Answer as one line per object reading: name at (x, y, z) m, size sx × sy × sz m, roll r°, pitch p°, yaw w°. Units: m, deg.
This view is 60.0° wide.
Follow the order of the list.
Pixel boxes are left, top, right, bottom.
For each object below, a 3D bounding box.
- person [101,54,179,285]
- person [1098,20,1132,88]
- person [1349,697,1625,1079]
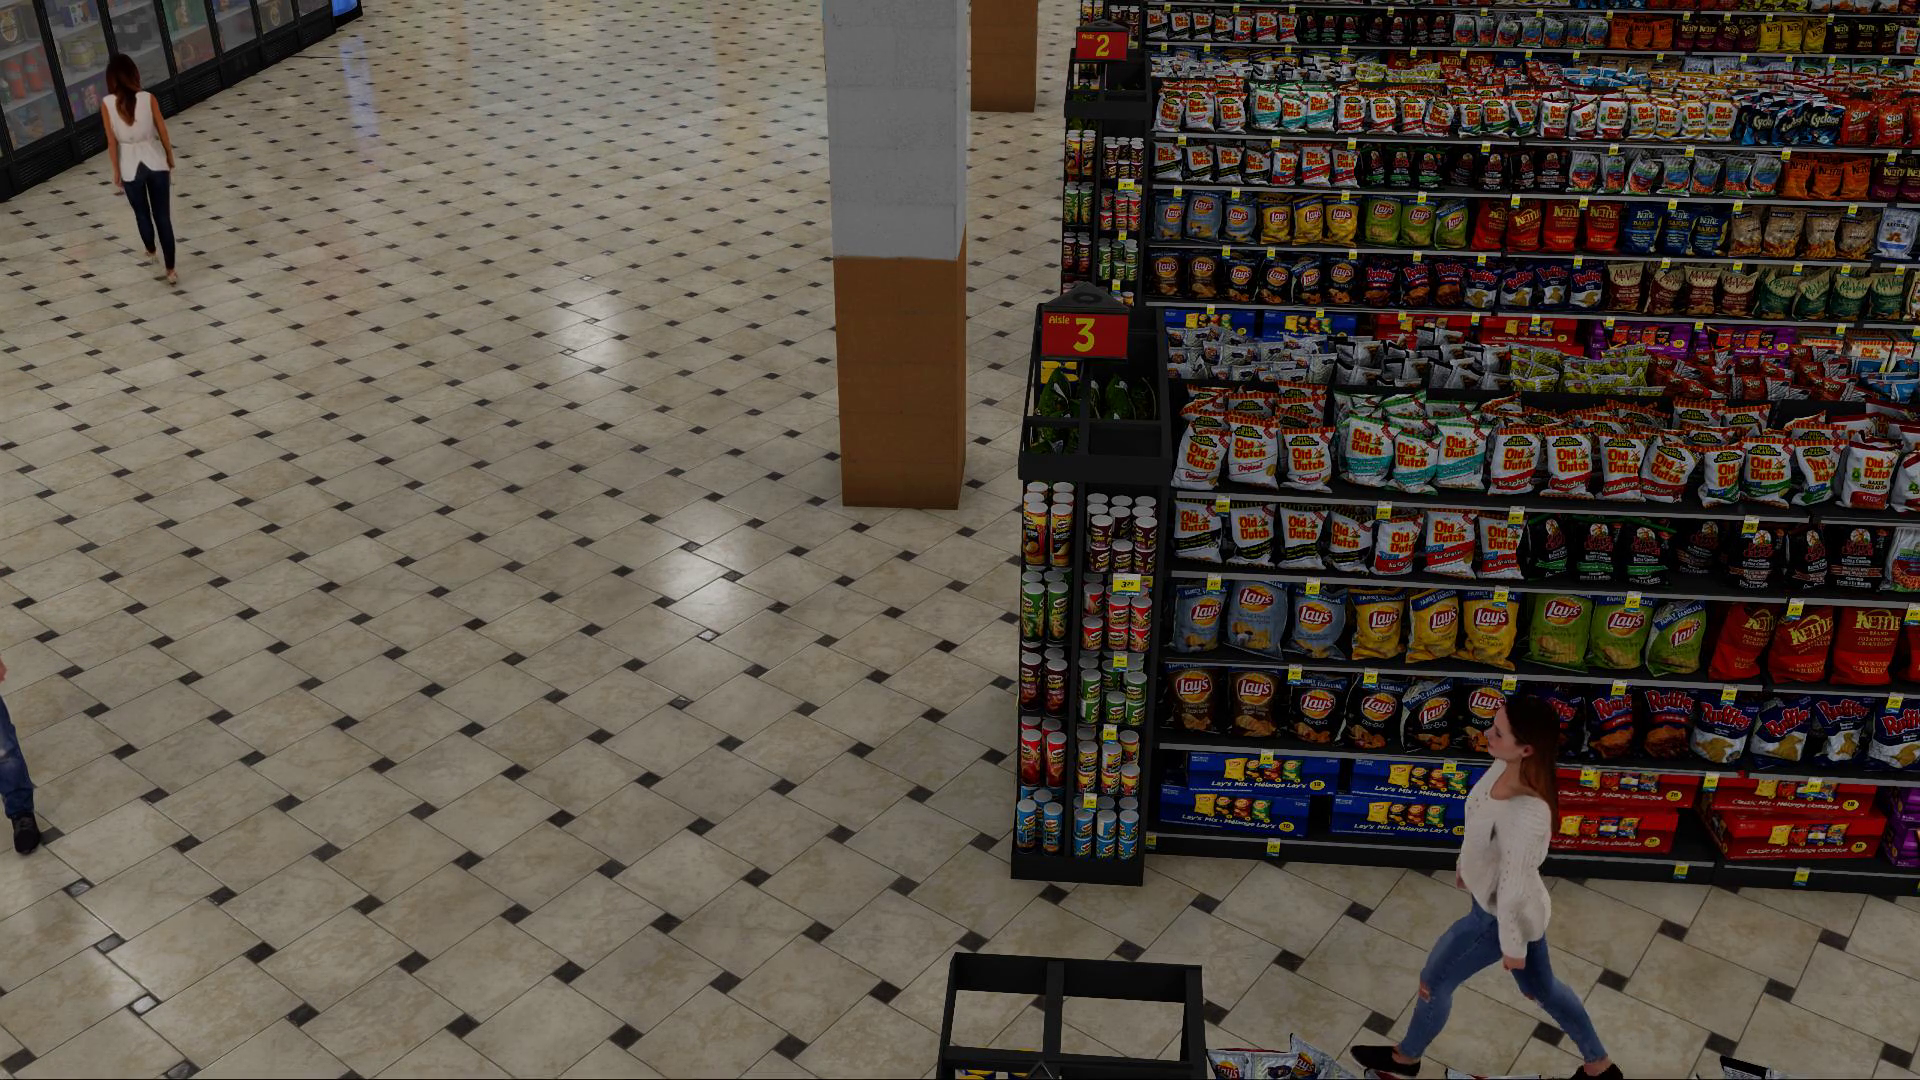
person at (-6.363, -2.854, 13.003) m, size 1.038 × 1.754 × 0.994 m, roll -15°, pitch 32°, yaw -25°
person at (1.268, -3.475, 14.089) m, size 0.640 × 1.802 × 0.674 m, roll -7°, pitch 30°, yaw -13°
person at (1.914, 1.266, 5.567) m, size 1.219 × 1.647 × 0.827 m, roll 10°, pitch 30°, yaw 18°
